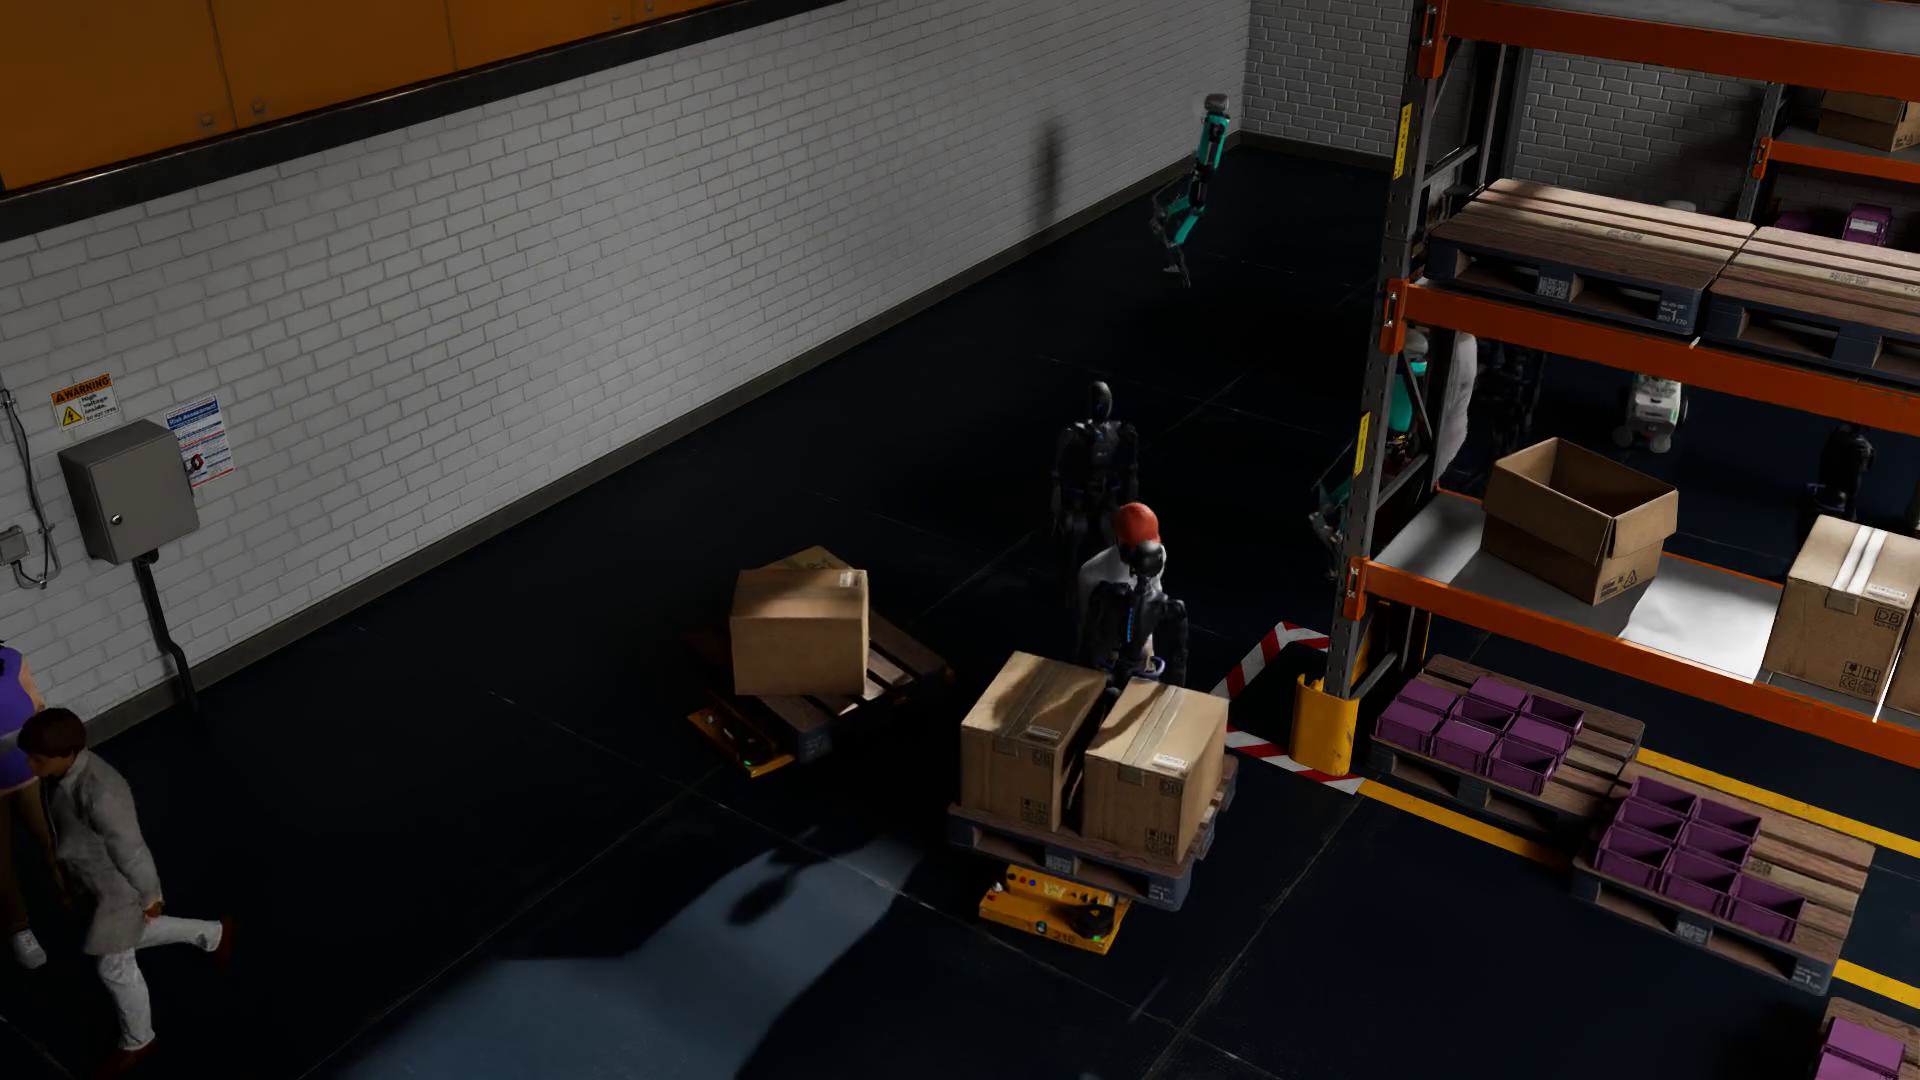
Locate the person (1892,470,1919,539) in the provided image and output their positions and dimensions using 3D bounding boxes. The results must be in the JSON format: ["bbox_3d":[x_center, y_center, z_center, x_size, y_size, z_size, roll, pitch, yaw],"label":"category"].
[{"bbox_3d":[6.599,-0.838,10.887,0.552,1.877,0.414,6,30,10],"label":"person"}]

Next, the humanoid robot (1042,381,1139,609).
[{"bbox_3d":[0.791,-0.196,10.006,0.612,1.643,0.660,-6,31,-11],"label":"humanoid robot"}]

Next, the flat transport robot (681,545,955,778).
[{"bbox_3d":[-0.782,0.873,9.525,1.431,0.231,0.659,-23,37,-34],"label":"flat transport robot"}]

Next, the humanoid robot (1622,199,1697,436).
[{"bbox_3d":[5.162,-1.512,12.286,0.532,1.859,0.806,8,31,13],"label":"humanoid robot"}]

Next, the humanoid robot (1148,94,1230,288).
[{"bbox_3d":[1.989,-3.104,15.026,0.782,1.849,0.542,3,30,5],"label":"humanoid robot"}]

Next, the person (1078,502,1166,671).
[{"bbox_3d":[0.807,0.499,8.741,0.582,1.710,0.807,-16,34,-26],"label":"person"}]

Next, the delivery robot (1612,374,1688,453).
[{"bbox_3d":[5.213,-1.016,12.535,0.516,0.614,0.785,11,32,19],"label":"delivery robot"}]

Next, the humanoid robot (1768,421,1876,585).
[{"bbox_3d":[5.047,-0.124,9.853,0.632,1.636,0.600,5,30,9],"label":"humanoid robot"}]

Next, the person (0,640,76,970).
[{"bbox_3d":[-4.341,1.073,7.528,0.527,1.924,0.426,-26,39,-38],"label":"person"}]

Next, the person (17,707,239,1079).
[{"bbox_3d":[-3.540,1.407,7.064,0.504,1.804,0.726,24,38,36],"label":"person"}]

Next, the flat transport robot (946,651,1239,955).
[{"bbox_3d":[0.673,1.496,8.445,0.659,0.231,1.431,13,32,21],"label":"flat transport robot"}]

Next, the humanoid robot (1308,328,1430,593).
[{"bbox_3d":[2.489,-0.438,10.325,0.701,1.770,0.547,-10,32,-17],"label":"humanoid robot"}]

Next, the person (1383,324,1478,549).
[{"bbox_3d":[3.024,-0.712,10.665,0.431,1.877,0.666,8,31,13],"label":"person"}]

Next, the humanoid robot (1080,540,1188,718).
[{"bbox_3d":[0.862,0.697,8.463,0.594,1.628,0.754,11,32,19],"label":"humanoid robot"}]

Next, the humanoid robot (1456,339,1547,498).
[{"bbox_3d":[3.681,-1.010,11.394,0.502,1.636,0.608,-9,31,-15],"label":"humanoid robot"}]
